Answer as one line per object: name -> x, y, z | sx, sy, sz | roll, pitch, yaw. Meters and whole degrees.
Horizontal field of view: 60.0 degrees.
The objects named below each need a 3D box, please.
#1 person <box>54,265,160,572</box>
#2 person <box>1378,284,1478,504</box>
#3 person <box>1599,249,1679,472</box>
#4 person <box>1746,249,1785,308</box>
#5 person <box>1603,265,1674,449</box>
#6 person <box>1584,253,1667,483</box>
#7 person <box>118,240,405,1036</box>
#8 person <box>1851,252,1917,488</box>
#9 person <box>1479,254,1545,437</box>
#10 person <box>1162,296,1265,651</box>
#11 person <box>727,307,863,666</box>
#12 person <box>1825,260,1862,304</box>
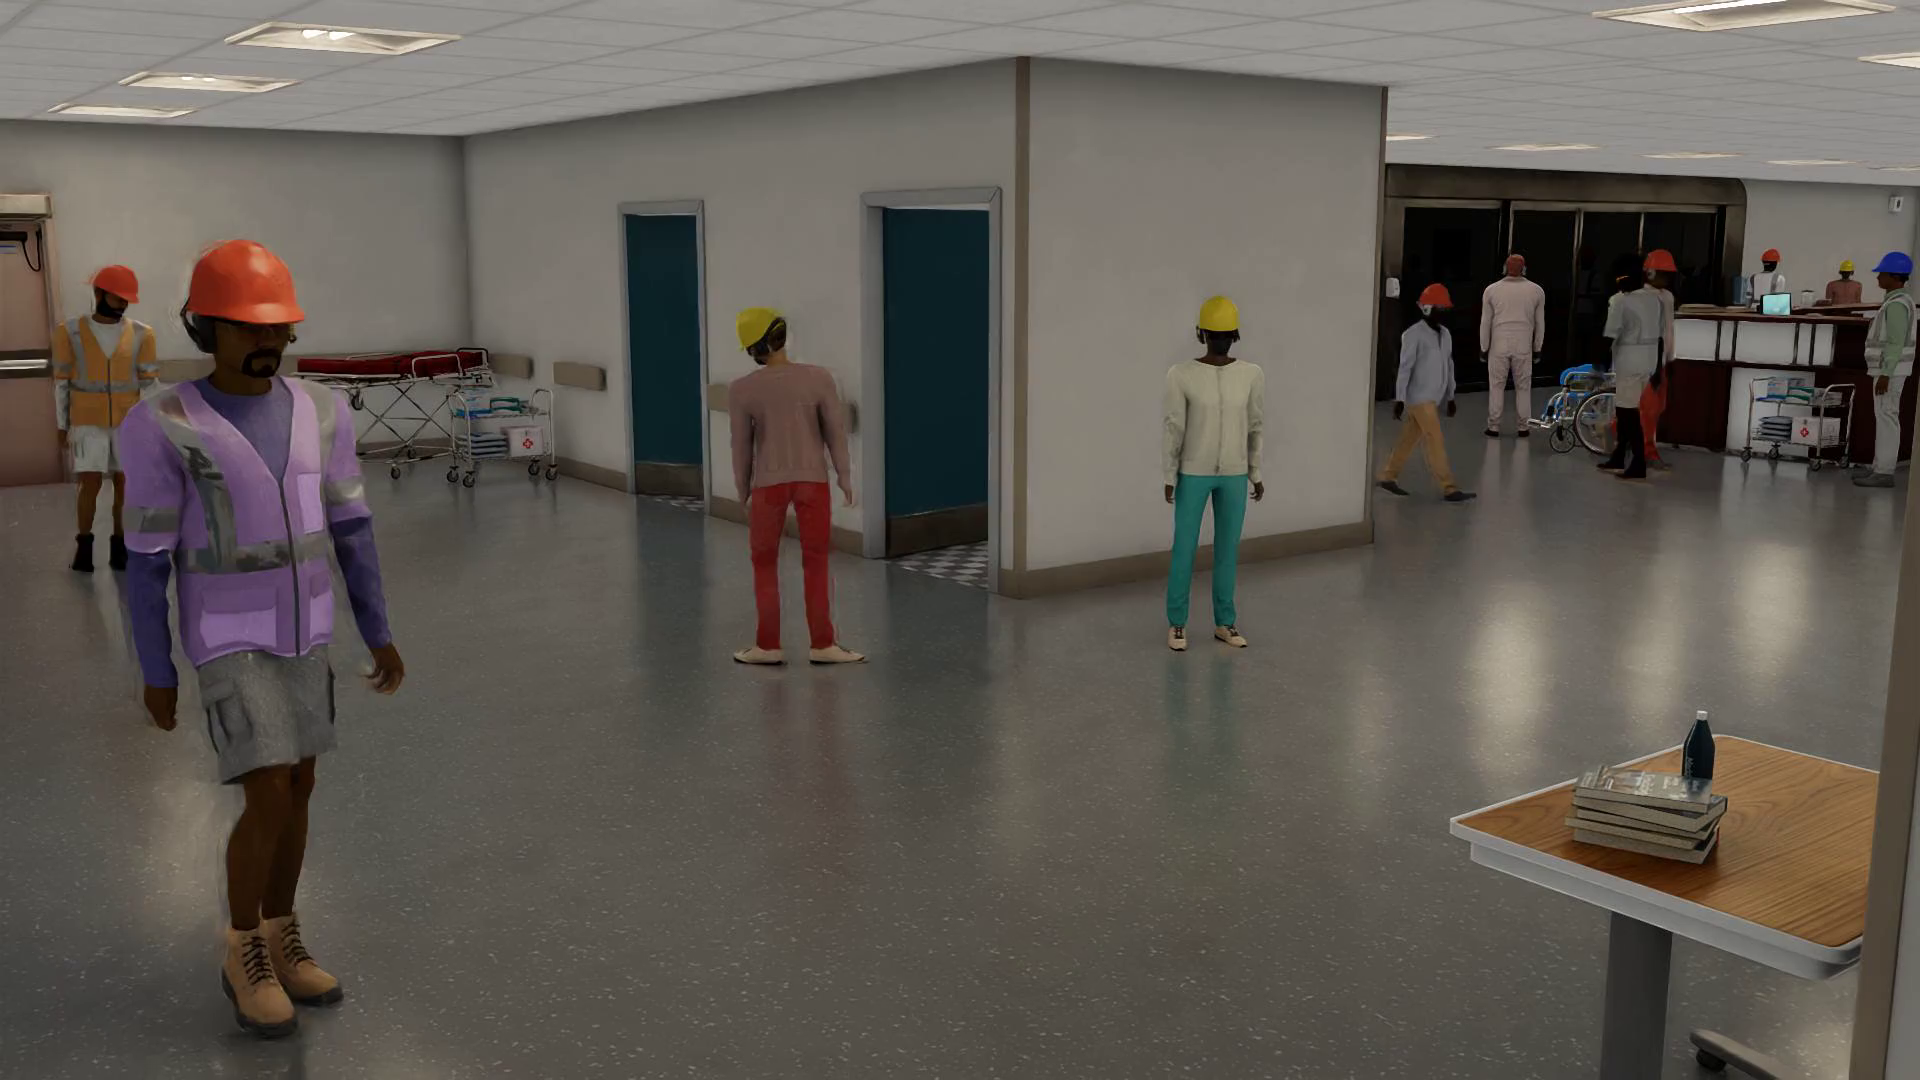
person -> -5.200, -0.733, 10.198 | 0.563, 1.890, 0.544 | -7, 12, -33
person -> 3.685, -1.149, 13.053 | 0.582, 1.703, 0.923 | -10, 14, -43
person -> 6.126, -1.619, 14.958 | 0.632, 1.968, 0.759 | -8, 13, -38
person -> 11.611, -3.213, 23.974 | 0.362, 1.938, 0.545 | -8, 13, -37
person -> 6.473, -1.720, 15.917 | 0.633, 1.836, 0.429 | 5, 11, 25
person -> 5.660, -1.477, 14.255 | 0.612, 1.926, 0.778 | -7, 12, -35
person -> -1.751, 0.257, 4.287 | 0.551, 2.026, 0.621 | 6, 12, 30
person -> 7.710, -1.408, 13.825 | 0.380, 1.951, 0.603 | 5, 11, 27
person -> 5.776, -2.033, 17.449 | 0.652, 1.906, 0.402 | 2, 10, 10
person -> 1.265, -0.324, 8.266 | 0.531, 1.767, 0.328 | -2, 10, -11
person -> -0.773, -0.250, 7.984 | 0.653, 1.722, 0.327 | 0, 10, -3
person -> 13.708, -3.459, 25.840 | 0.528, 1.765, 0.327 | 2, 10, 11
